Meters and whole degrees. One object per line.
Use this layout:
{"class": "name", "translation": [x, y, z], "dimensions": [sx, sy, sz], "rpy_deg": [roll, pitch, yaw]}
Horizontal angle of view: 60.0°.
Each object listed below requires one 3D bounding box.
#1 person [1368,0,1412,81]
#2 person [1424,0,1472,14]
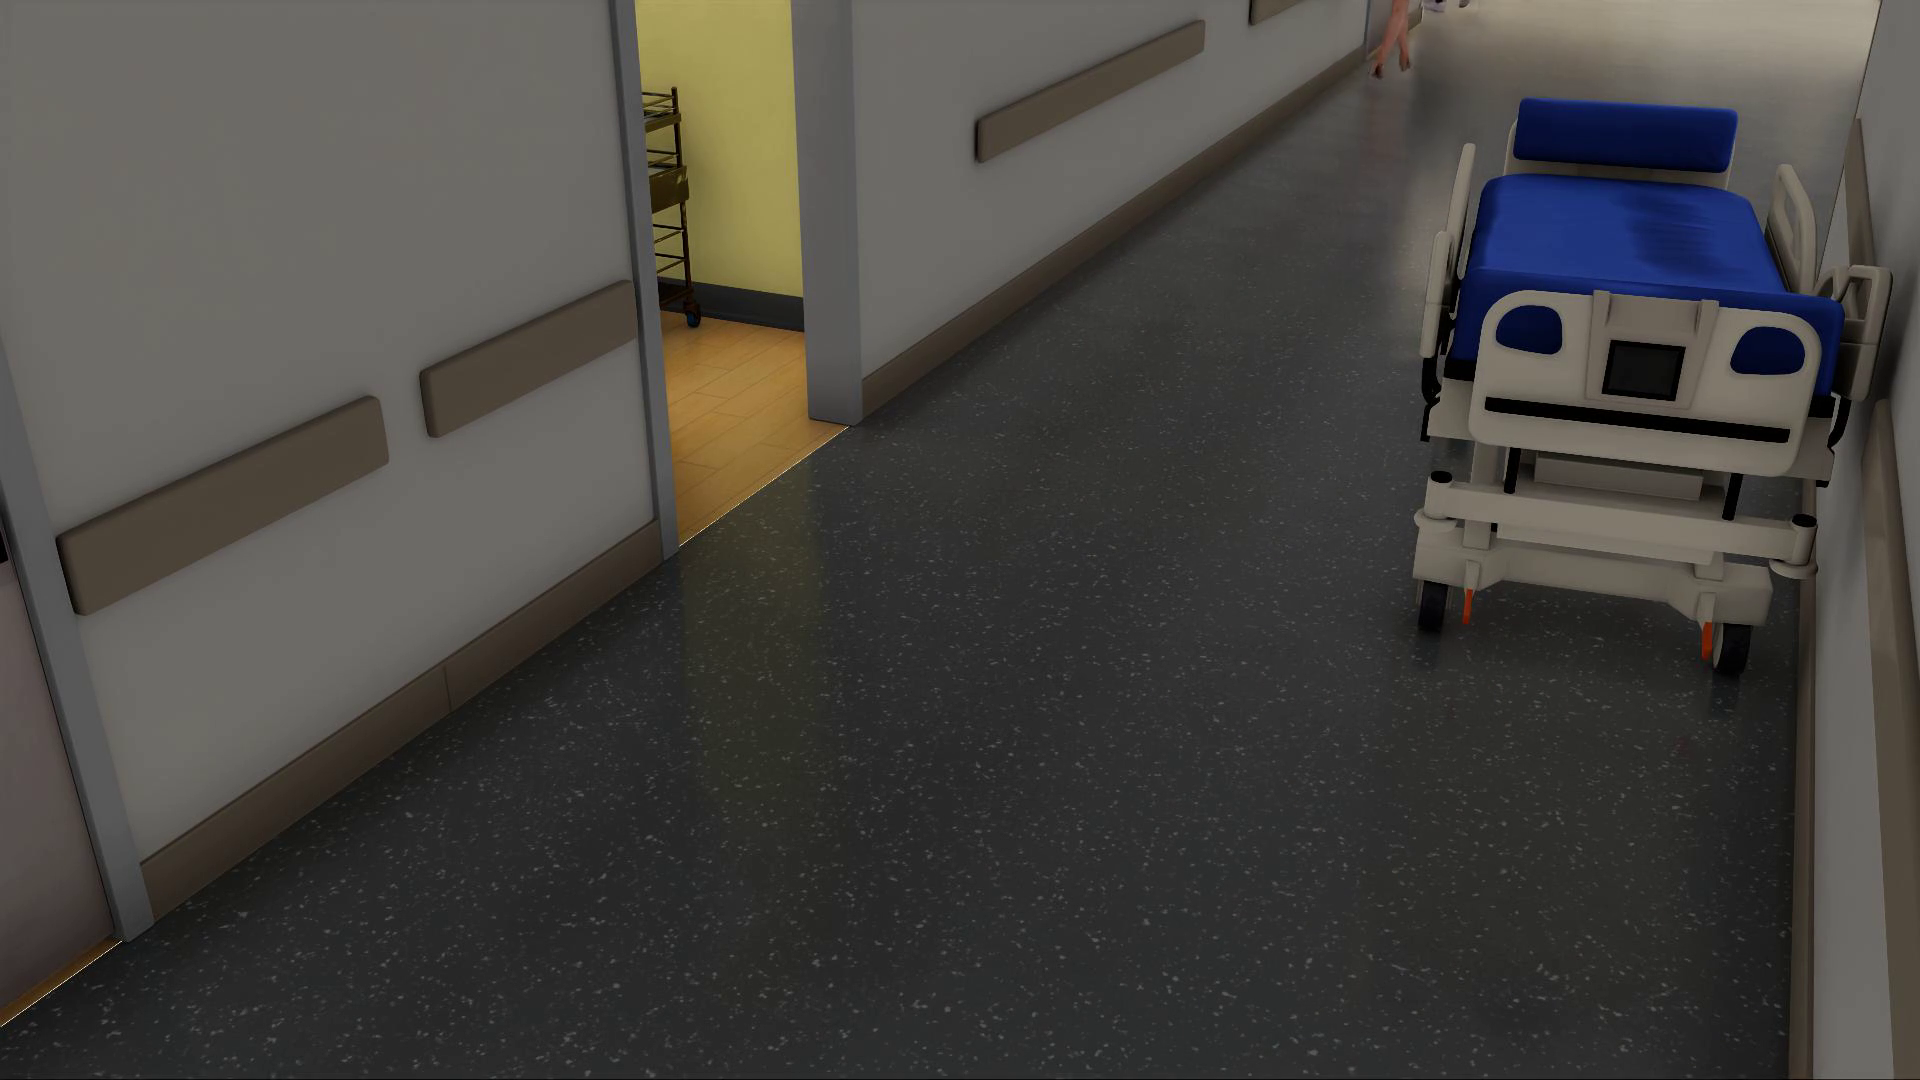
{"class": "person", "translation": [3.434, -4.396, 12.870], "dimensions": [1.156, 1.720, 0.712], "rpy_deg": [13, 29, 25]}
{"class": "person", "translation": [4.814, -6.036, 16.254], "dimensions": [0.972, 1.735, 1.034], "rpy_deg": [-7, 27, -14]}
